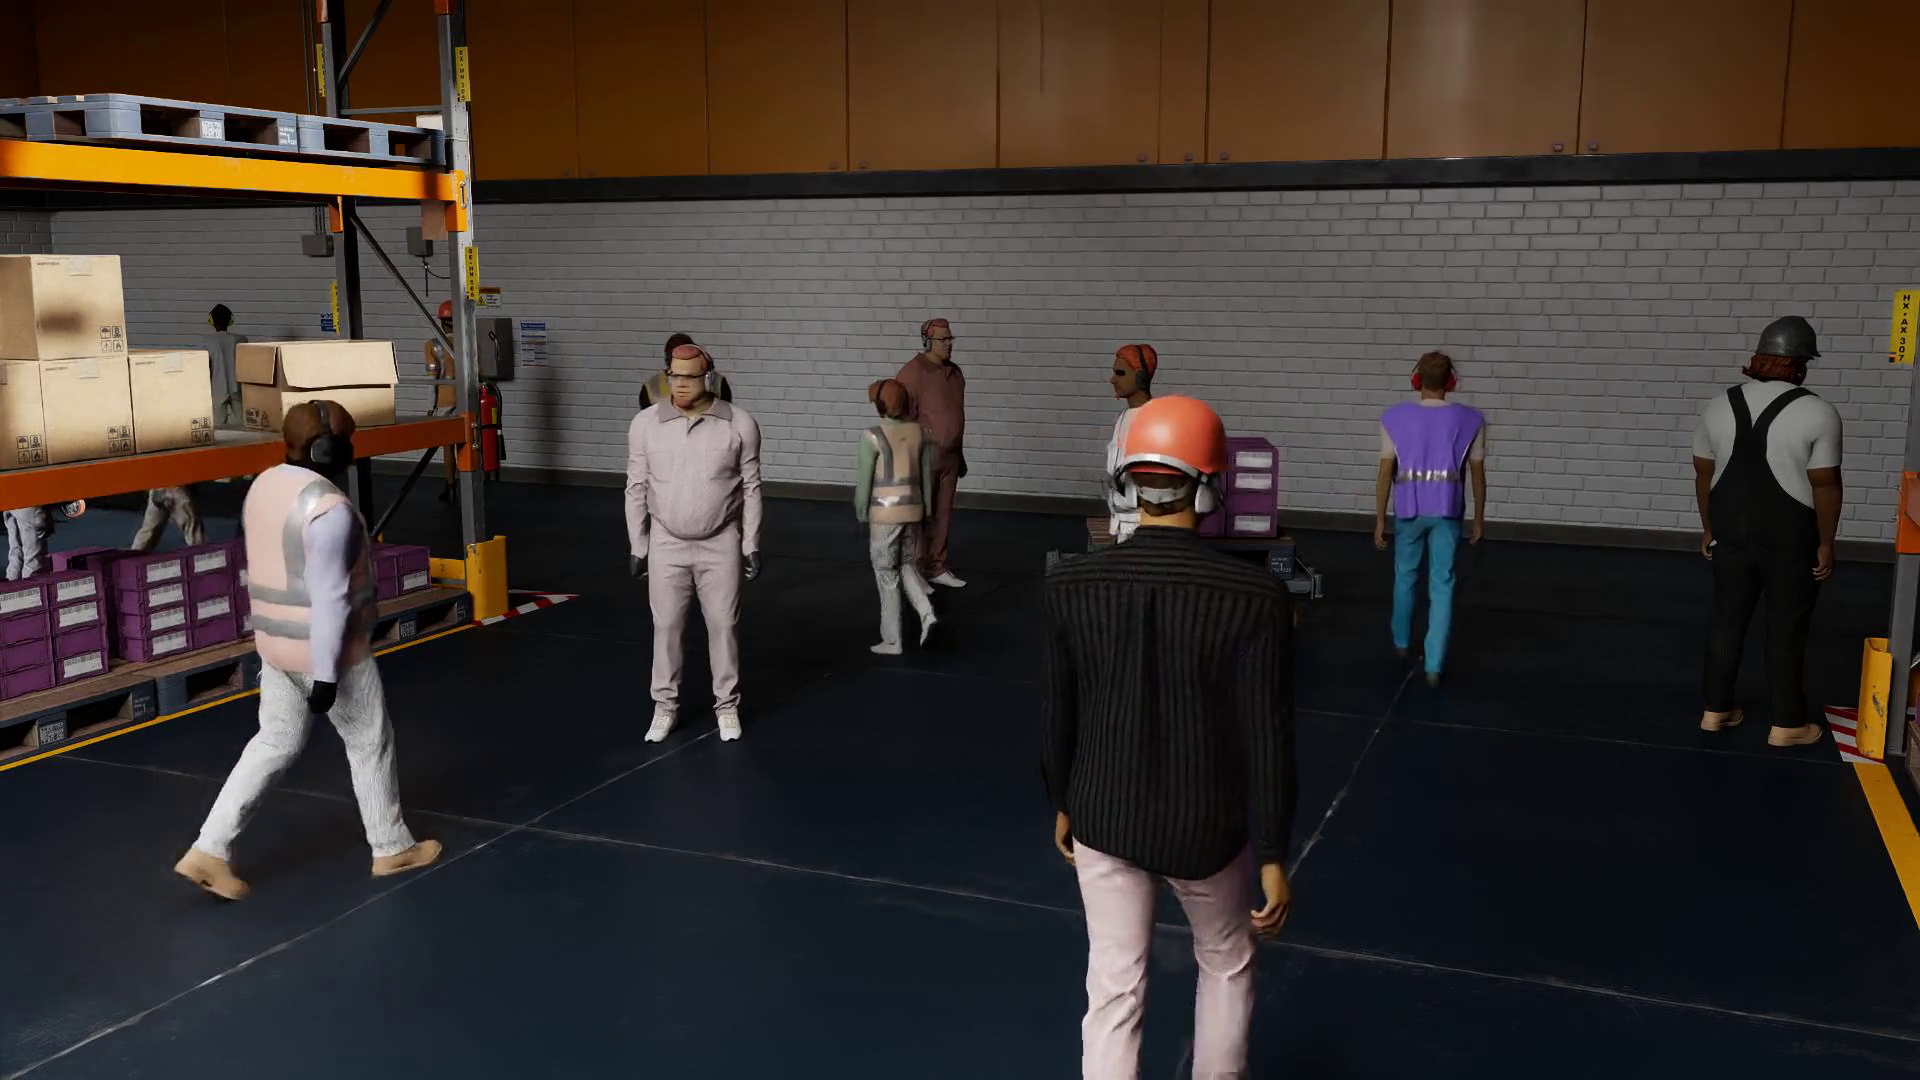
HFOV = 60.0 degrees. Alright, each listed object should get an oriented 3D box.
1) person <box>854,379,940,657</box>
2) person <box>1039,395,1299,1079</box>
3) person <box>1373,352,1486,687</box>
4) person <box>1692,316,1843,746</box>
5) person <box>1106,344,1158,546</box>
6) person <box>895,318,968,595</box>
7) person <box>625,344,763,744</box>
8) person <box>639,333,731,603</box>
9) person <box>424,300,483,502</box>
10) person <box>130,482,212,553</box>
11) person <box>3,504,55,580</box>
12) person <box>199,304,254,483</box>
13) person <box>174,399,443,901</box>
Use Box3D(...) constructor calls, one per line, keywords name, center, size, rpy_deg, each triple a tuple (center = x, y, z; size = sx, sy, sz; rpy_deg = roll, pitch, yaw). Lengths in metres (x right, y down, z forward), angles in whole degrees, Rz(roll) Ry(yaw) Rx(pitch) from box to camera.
Box3D(name="person", center=(-0.372, -0.116, 9.614), size=(0.394, 1.626, 0.514), rpy_deg=(9, 13, 44))
Box3D(name="person", center=(0.518, 0.640, 3.963), size=(0.655, 1.967, 0.777), rpy_deg=(4, 10, 24))
Box3D(name="person", center=(2.610, -0.140, 9.241), size=(0.596, 1.789, 0.983), rpy_deg=(2, 10, 13))
Box3D(name="person", center=(3.899, -0.054, 7.971), size=(0.538, 2.000, 0.689), rpy_deg=(-7, 11, -35))
Box3D(name="person", center=(0.918, -0.062, 8.534), size=(0.353, 1.879, 0.578), rpy_deg=(-3, 10, -17))
Box3D(name="person", center=(-0.162, -0.585, 11.593), size=(0.399, 1.909, 0.642), rpy_deg=(7, 12, 38))
Box3D(name="person", center=(-1.259, 0.026, 7.899), size=(0.648, 1.904, 0.401), rpy_deg=(-1, 9, -4))
Box3D(name="person", center=(-1.851, -0.499, 11.341), size=(0.649, 1.824, 0.602), rpy_deg=(-2, 10, -10))
Box3D(name="person", center=(-4.878, -1.334, 16.039), size=(0.549, 1.936, 0.377), rpy_deg=(-6, 11, -34))
Box3D(name="person", center=(-5.371, -0.386, 11.353), size=(0.878, 1.589, 0.531), rpy_deg=(-4, 10, -22))
Box3D(name="person", center=(-5.281, -0.210, 9.428), size=(0.517, 1.873, 0.334), rpy_deg=(8, 12, 40))
Box3D(name="person", center=(-7.676, -1.527, 17.405), size=(0.520, 1.874, 0.332), rpy_deg=(-7, 12, -37))
Box3D(name="person", center=(-2.378, 0.397, 5.973), size=(0.623, 1.810, 0.893), rpy_deg=(8, 12, 38))
